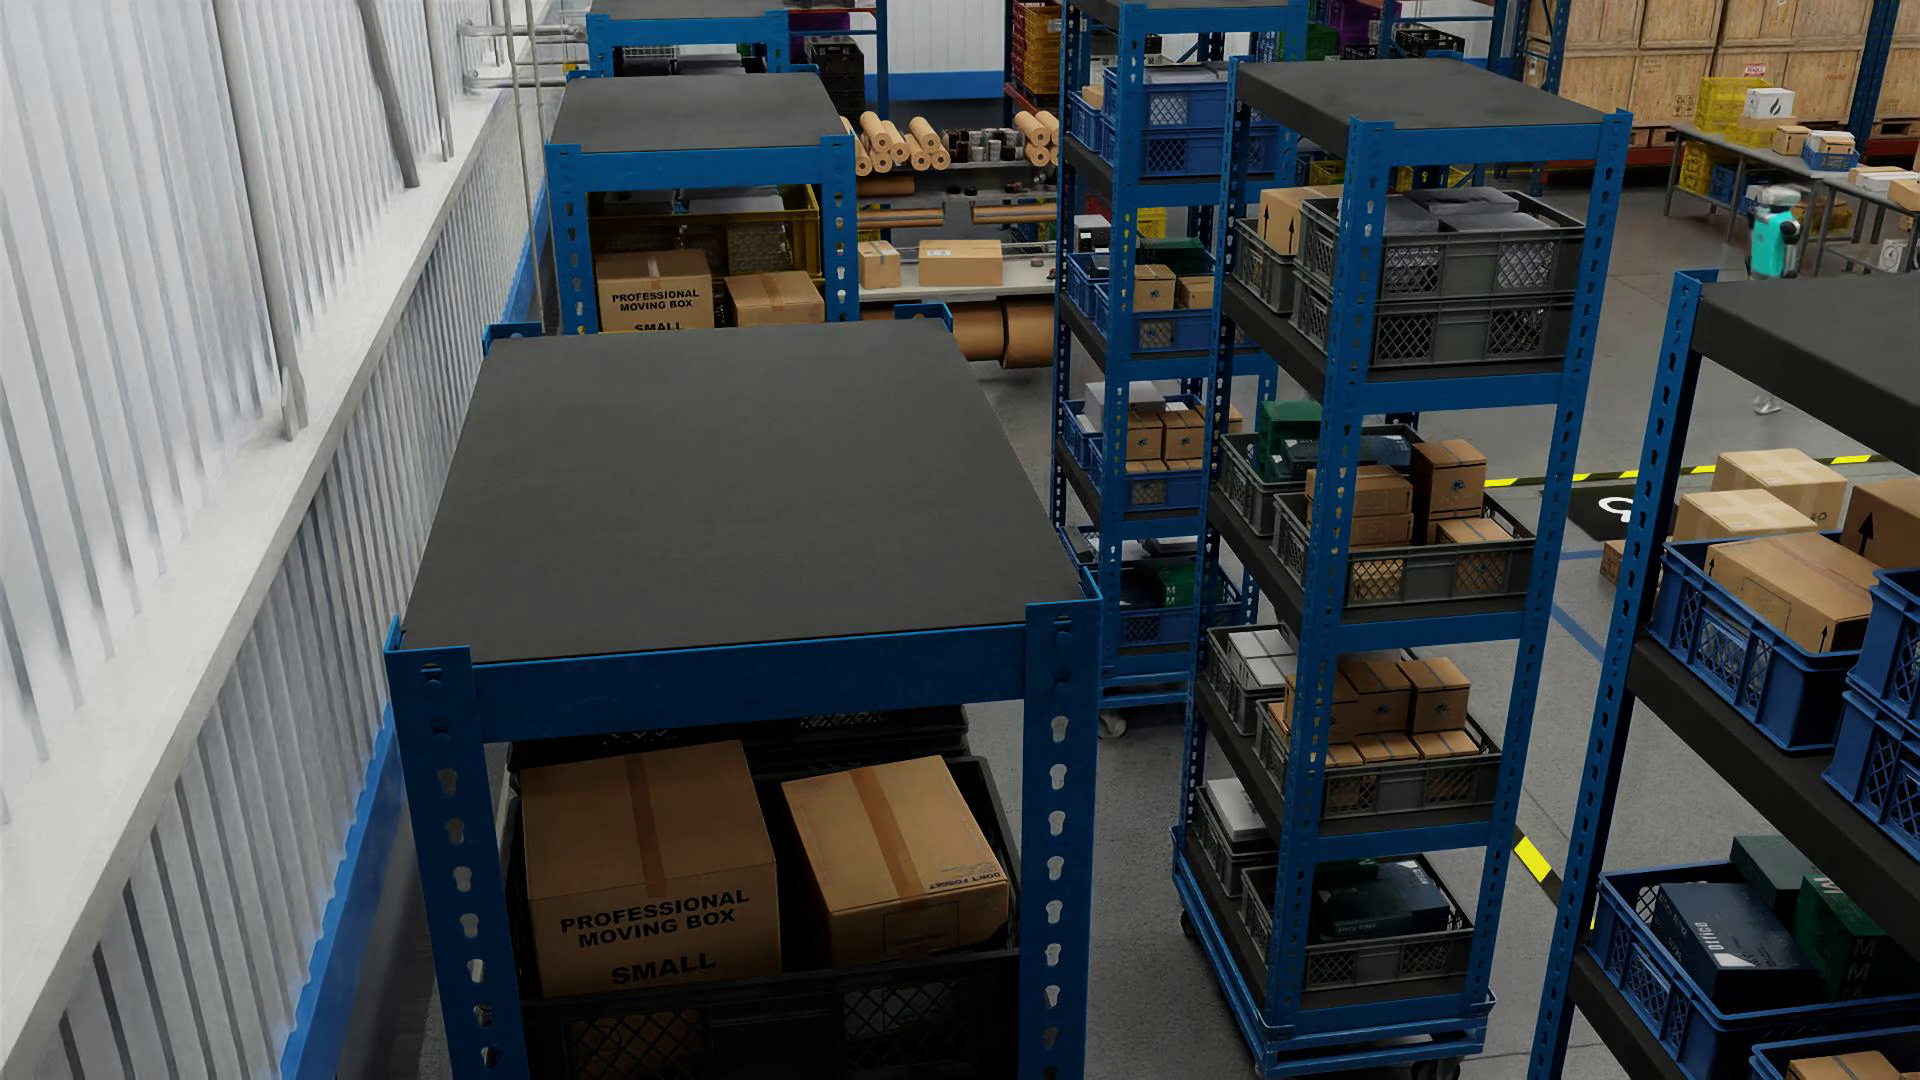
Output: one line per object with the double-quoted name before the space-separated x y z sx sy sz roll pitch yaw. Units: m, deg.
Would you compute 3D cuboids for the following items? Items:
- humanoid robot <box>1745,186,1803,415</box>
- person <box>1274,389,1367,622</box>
"humanoid robot" 6.167 -1.736 12.350 0.816 1.793 0.535 -4 25 -9
"person" 1.828 -0.047 8.554 0.615 1.812 0.500 -18 30 -34
